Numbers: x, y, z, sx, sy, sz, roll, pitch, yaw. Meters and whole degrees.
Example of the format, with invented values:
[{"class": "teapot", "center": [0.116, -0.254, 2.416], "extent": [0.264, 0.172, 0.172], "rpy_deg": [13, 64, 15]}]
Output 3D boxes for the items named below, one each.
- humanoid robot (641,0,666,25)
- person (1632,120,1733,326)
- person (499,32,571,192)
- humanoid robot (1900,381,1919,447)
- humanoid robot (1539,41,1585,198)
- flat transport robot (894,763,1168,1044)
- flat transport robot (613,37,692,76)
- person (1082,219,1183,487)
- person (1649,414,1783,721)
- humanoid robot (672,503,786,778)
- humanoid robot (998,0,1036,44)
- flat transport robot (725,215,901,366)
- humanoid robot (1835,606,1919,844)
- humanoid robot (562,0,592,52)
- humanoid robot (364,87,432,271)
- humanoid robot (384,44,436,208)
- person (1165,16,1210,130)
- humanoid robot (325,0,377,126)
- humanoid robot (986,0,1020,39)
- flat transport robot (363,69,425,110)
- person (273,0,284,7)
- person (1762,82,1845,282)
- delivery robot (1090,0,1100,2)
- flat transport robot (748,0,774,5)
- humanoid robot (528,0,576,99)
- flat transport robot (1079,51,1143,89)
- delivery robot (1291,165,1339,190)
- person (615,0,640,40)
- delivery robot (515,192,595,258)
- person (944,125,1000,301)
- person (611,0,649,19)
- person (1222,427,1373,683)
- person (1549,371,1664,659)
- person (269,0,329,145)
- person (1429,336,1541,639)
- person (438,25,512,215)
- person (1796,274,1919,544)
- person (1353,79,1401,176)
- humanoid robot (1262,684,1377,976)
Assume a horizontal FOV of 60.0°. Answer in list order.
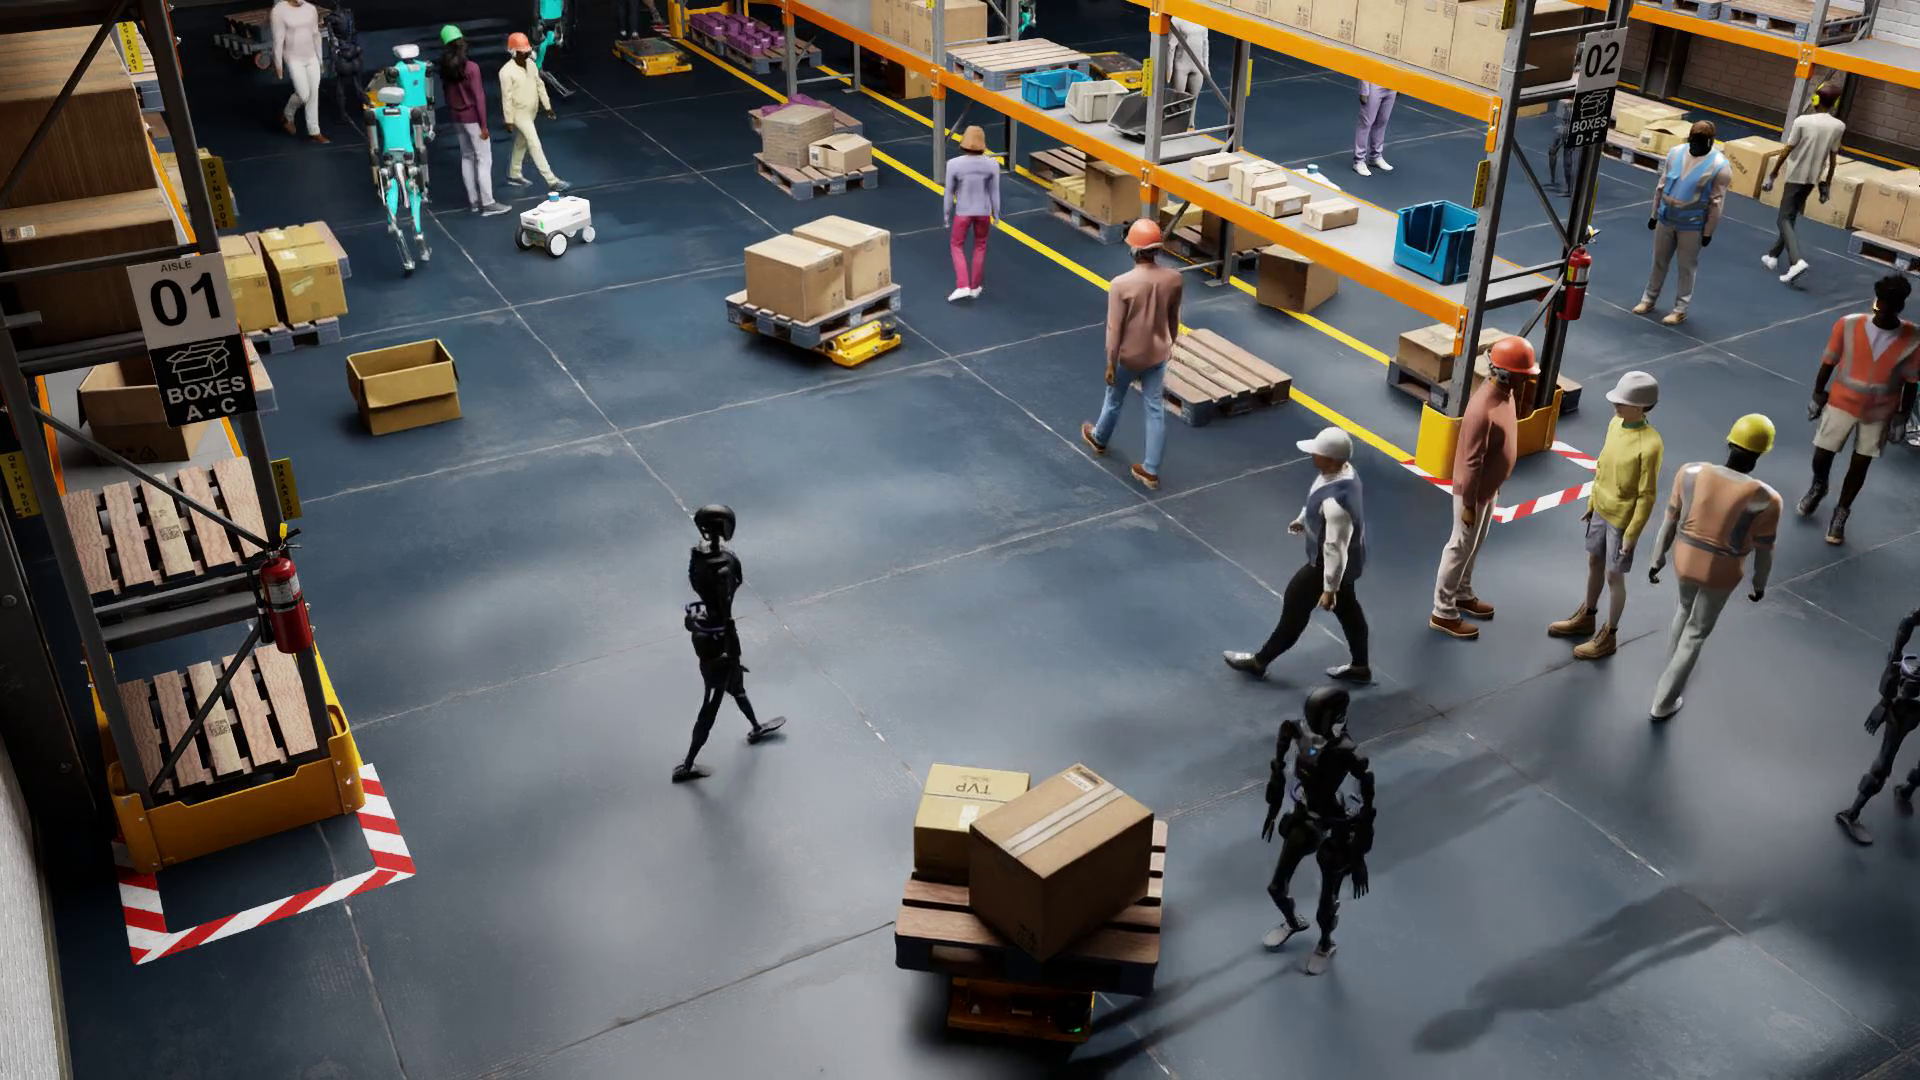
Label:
[{"class": "humanoid robot", "center": [-4.677, -8.614, 24.981], "extent": [0.663, 1.853, 0.530], "rpy_deg": [-14, 33, -23]}, {"class": "person", "center": [6.410, -2.818, 14.751], "extent": [0.430, 1.836, 0.632], "rpy_deg": [-19, 35, -29]}, {"class": "person", "center": [-4.647, -4.634, 18.023], "extent": [0.878, 1.703, 0.578], "rpy_deg": [9, 31, 15]}, {"class": "humanoid robot", "center": [7.386, -1.521, 12.493], "extent": [0.749, 1.698, 0.530], "rpy_deg": [-4, 30, -7]}, {"class": "humanoid robot", "center": [6.520, -4.510, 17.854], "extent": [0.537, 1.647, 0.591], "rpy_deg": [13, 32, 21]}, {"class": "flat transport robot", "center": [0.378, 1.857, 8.177], "extent": [0.659, 0.231, 1.431], "rpy_deg": [5, 30, 8]}, {"class": "flat transport robot", "center": [-4.293, -6.730, 23.125], "extent": [0.659, 0.231, 1.431], "rpy_deg": [-15, 33, -25]}, {"class": "person", "center": [1.269, -1.424, 12.191], "extent": [0.655, 1.953, 0.972], "rpy_deg": [-11, 32, -19]}, {"class": "person", "center": [4.359, 0.122, 9.555], "extent": [0.818, 1.895, 0.599], "rpy_deg": [-26, 39, -37]}, {"class": "humanoid robot", "center": [-1.310, 0.535, 9.101], "extent": [0.722, 1.628, 0.590], "rpy_deg": [-12, 32, -19]}, {"class": "humanoid robot", "center": [0.678, -6.914, 21.986], "extent": [0.870, 1.770, 0.539], "rpy_deg": [16, 33, 25]}, {"class": "flat transport robot", "center": [-1.275, -1.888, 14.697], "extent": [1.431, 0.231, 0.659], "rpy_deg": [22, 37, 34]}, {"class": "humanoid robot", "center": [5.032, 0.809, 8.624], "extent": [0.593, 1.642, 0.429], "rpy_deg": [2, 30, 3]}, {"class": "humanoid robot", "center": [-5.539, -7.797, 23.585], "extent": [0.594, 1.651, 0.502], "rpy_deg": [-18, 34, -28]}, {"class": "humanoid robot", "center": [-5.299, -3.349, 15.776], "extent": [0.543, 1.752, 0.946], "rpy_deg": [-6, 30, -10]}, {"class": "humanoid robot", "center": [-5.854, -4.370, 17.540], "extent": [0.804, 1.760, 0.536], "rpy_deg": [26, 39, 37]}, {"class": "person", "center": [2.653, -5.518, 19.386], "extent": [0.582, 1.893, 0.364], "rpy_deg": [-12, 32, -21]}, {"class": "humanoid robot", "center": [-7.483, -5.894, 20.271], "extent": [0.608, 1.640, 0.590], "rpy_deg": [8, 31, 13]}, {"class": "humanoid robot", "center": [0.545, -7.800, 23.600], "extent": [0.652, 1.627, 0.609], "rpy_deg": [-1, 30, -2]}, {"class": "flat transport robot", "center": [-7.309, -5.855, 21.602], "extent": [0.659, 0.231, 1.431], "rpy_deg": [-4, 30, -7]}, {"class": "person", "center": [-10.018, -8.481, 24.600], "extent": [0.431, 1.839, 0.618], "rpy_deg": [13, 32, 21]}, {"class": "person", "center": [7.963, -3.357, 15.687], "extent": [0.587, 1.836, 0.821], "rpy_deg": [-2, 30, -3]}, {"class": "delivery robot", "center": [2.328, -8.992, 26.748], "extent": [0.739, 0.566, 0.499], "rpy_deg": [-8, 31, -14]}, {"class": "flat transport robot", "center": [-2.832, -8.870, 26.851], "extent": [0.659, 0.231, 1.431], "rpy_deg": [11, 32, 19]}, {"class": "humanoid robot", "center": [-5.353, -6.451, 21.180], "extent": [1.021, 1.705, 0.551], "rpy_deg": [21, 36, 32]}, {"class": "flat transport robot", "center": [2.072, -6.340, 22.447], "extent": [0.659, 0.231, 1.431], "rpy_deg": [-9, 31, -15]}, {"class": "delivery robot", "center": [3.659, -3.637, 17.461], "extent": [0.499, 0.601, 0.798], "rpy_deg": [-10, 31, -17]}, {"class": "person", "center": [-4.847, -8.162, 24.072], "extent": [0.505, 1.810, 0.888], "rpy_deg": [-5, 30, -9]}, {"class": "delivery robot", "center": [-4.047, -3.180, 16.653], "extent": [0.499, 0.589, 0.782], "rpy_deg": [19, 35, 29]}, {"class": "person", "center": [0.117, -2.973, 15.237], "extent": [0.518, 1.612, 0.428], "rpy_deg": [-4, 30, -6]}, {"class": "person", "center": [-5.102, -8.896, 25.453], "extent": [0.585, 1.715, 0.758], "rpy_deg": [16, 34, 26]}, {"class": "person", "center": [2.093, 0.098, 9.789], "extent": [0.934, 1.709, 0.756], "rpy_deg": [8, 31, 14]}, {"class": "person", "center": [3.964, -0.153, 10.052], "extent": [0.397, 1.888, 0.480], "rpy_deg": [-7, 31, -11]}, {"class": "person", "center": [-7.786, -5.620, 19.548], "extent": [0.549, 1.903, 0.699], "rpy_deg": [16, 34, 26]}, {"class": "person", "center": [3.235, -0.332, 10.269], "extent": [0.402, 1.986, 0.610], "rpy_deg": [17, 34, 27]}, {"class": "person", "center": [-5.080, -4.375, 17.389], "extent": [0.705, 1.903, 0.457], "rpy_deg": [13, 32, 21]}, {"class": "person", "center": [6.121, -0.900, 11.301], "extent": [0.634, 1.942, 0.452], "rpy_deg": [20, 35, 30]}, {"class": "person", "center": [4.699, -5.049, 18.552], "extent": [0.640, 1.913, 0.412], "rpy_deg": [-20, 36, -31]}, {"class": "humanoid robot", "center": [1.670, 1.330, 7.686], "extent": [0.386, 1.647, 0.609], "rpy_deg": [-25, 38, -36]}]
